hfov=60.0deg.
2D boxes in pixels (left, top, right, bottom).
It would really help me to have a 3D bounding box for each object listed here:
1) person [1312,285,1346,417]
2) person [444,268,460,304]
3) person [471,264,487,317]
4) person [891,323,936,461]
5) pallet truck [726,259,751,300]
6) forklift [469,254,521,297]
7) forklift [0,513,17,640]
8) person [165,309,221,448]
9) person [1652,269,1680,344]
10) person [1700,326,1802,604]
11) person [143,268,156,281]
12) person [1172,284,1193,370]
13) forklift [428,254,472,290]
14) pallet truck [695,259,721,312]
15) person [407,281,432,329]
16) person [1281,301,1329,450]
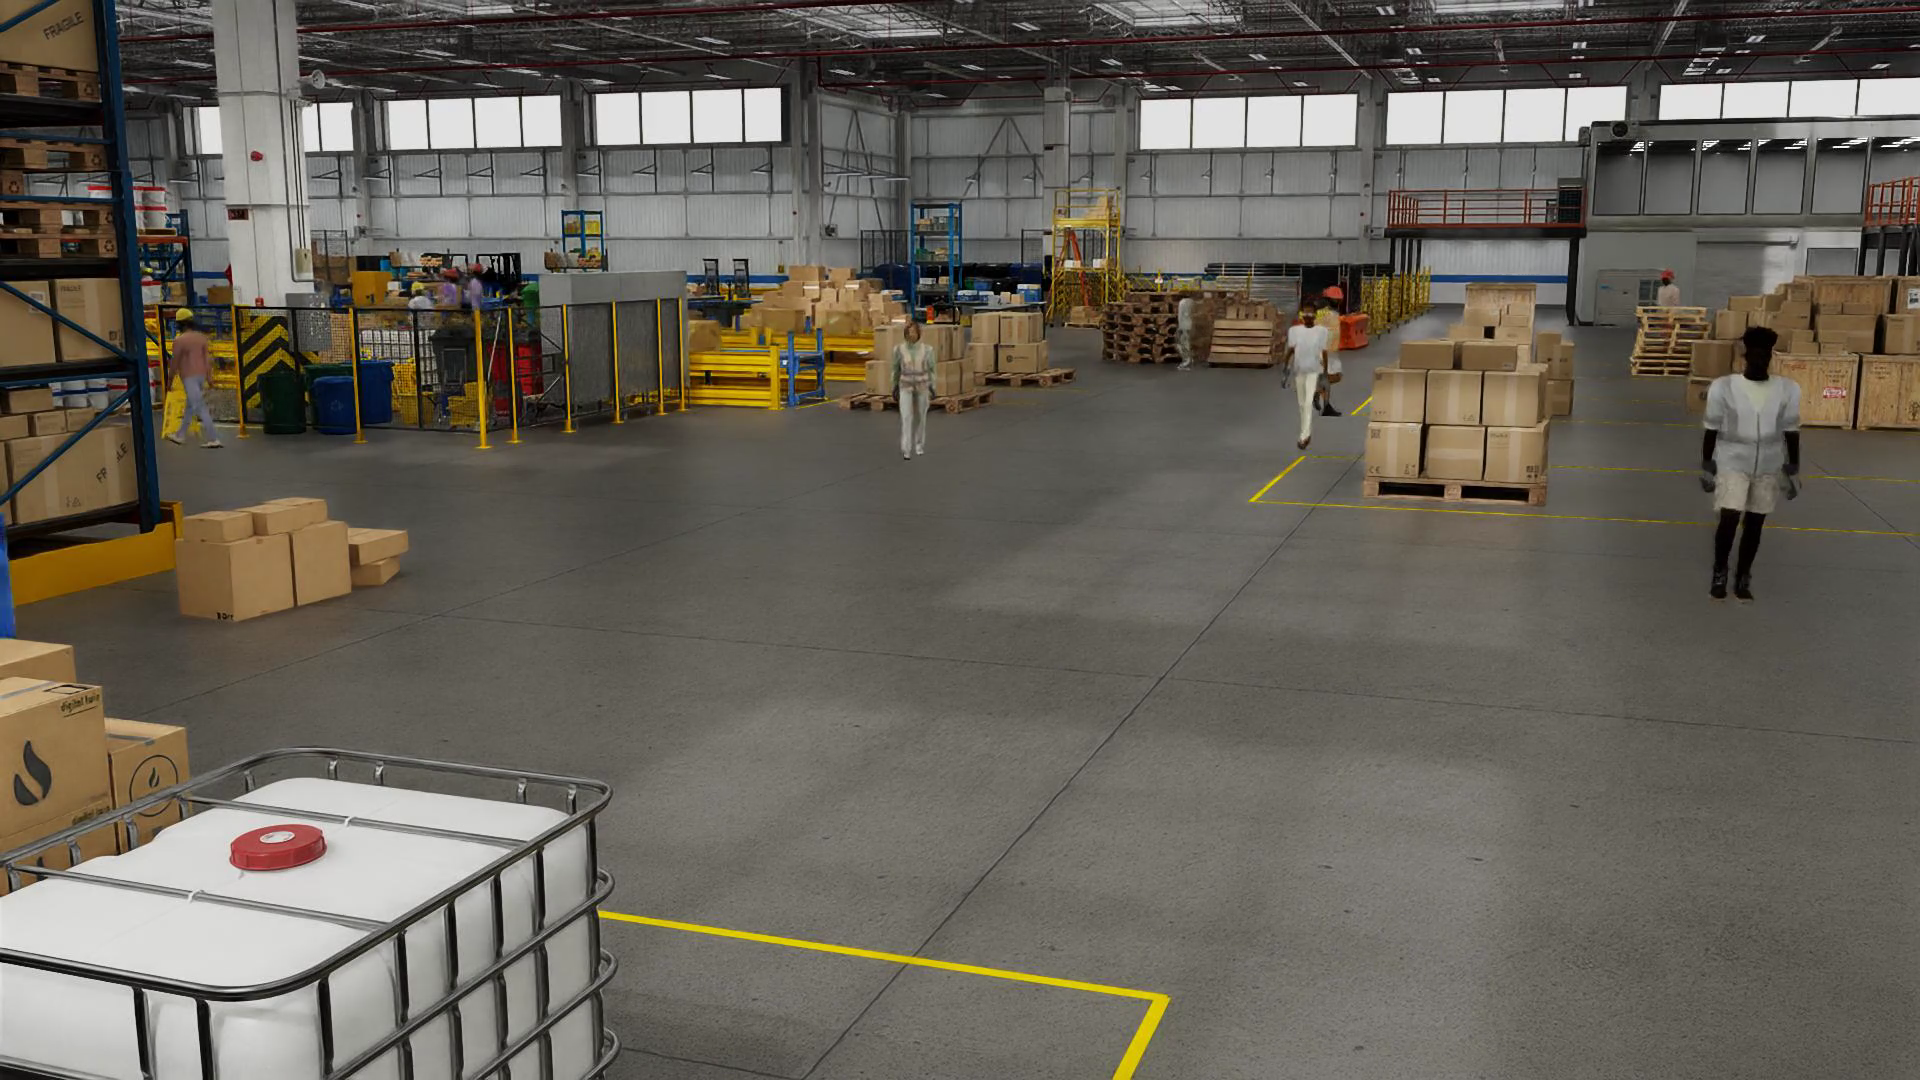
[{"bbox_3d":[5.369,-2.768,24.384,0.528,1.922,0.545,9,13,40],"label":"person"},{"bbox_3d":[-12.666,-5.814,41.528,0.440,1.913,0.543,2,10,9],"label":"person"},{"bbox_3d":[-11.720,-5.770,41.008,0.925,2.009,0.637,-2,10,-10],"label":"person"},{"bbox_3d":[-0.545,-1.755,19.576,0.521,1.597,0.851,0,10,-3],"label":"person"},{"bbox_3d":[-7.986,-9.493,62.019,0.823,1.965,1.885,3,11,17],"label":"pallet truck"},{"bbox_3d":[-17.990,-10.121,64.684,1.157,1.987,2.680,3,11,17],"label":"forklift"},{"bbox_3d":[-6.139,-0.469,8.711,1.873,2.768,1.129,3,11,19],"label":"forklift"},{"bbox_3d":[-9.543,-1.995,20.560,0.898,1.711,0.545,3,10,15],"label":"person"},{"bbox_3d":[15.020,-4.761,35.416,0.453,1.978,0.611,-2,10,-13],"label":"person"},{"bbox_3d":[5.486,-0.504,11.519,0.629,1.945,0.495,2,10,9],"label":"person"},{"bbox_3d":[-26.592,-8.061,54.649,0.530,1.754,0.431,4,11,23],"label":"person"},{"bbox_3d":[4.475,-4.265,33.342,0.382,1.731,0.489,9,13,40],"label":"person"},{"bbox_3d":[-20.133,-10.254,65.465,1.157,1.987,2.680,3,11,19],"label":"forklift"},{"bbox_3d":[-9.165,-9.627,62.776,0.823,1.965,1.885,4,11,23],"label":"pallet truck"},{"bbox_3d":[-10.221,-3.977,31.448,0.418,1.820,0.620,4,11,19],"label":"person"},{"bbox_3d":[4.271,-2.037,20.555,0.518,1.821,0.994,5,11,27],"label":"person"}]
